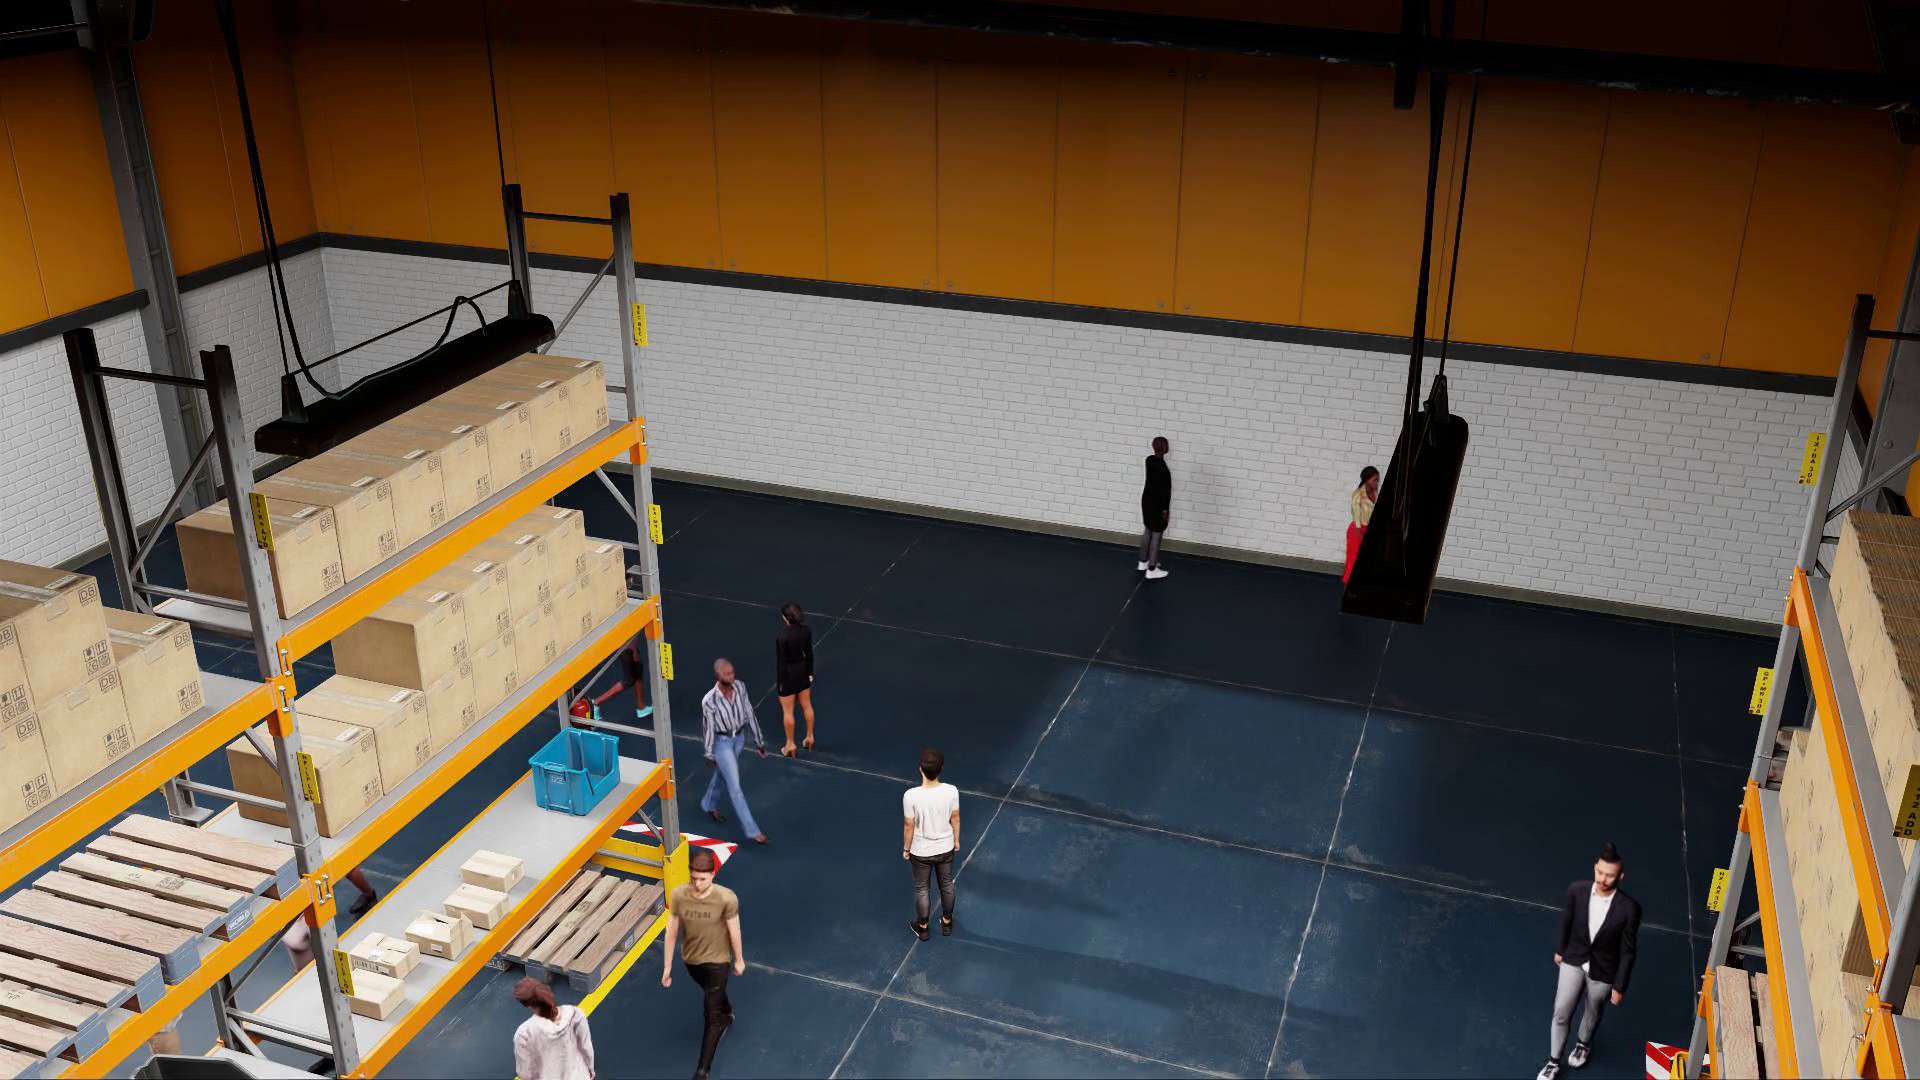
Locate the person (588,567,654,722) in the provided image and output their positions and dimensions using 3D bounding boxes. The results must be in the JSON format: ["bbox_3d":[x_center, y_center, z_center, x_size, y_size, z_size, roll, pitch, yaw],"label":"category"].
[{"bbox_3d":[-3.420,1.081,16.647,0.992,1.703,0.987,-8,25,-19],"label":"person"}]

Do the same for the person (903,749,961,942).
[{"bbox_3d":[-0.232,2.457,13.475,0.704,1.722,0.730,-7,25,-15],"label":"person"}]

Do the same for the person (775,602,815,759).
[{"bbox_3d":[-1.602,1.349,16.115,0.662,1.637,0.729,-20,31,-38],"label":"person"}]

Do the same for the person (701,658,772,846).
[{"bbox_3d":[-2.139,1.837,14.867,0.943,1.743,1.197,16,28,33],"label":"person"}]

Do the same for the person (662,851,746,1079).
[{"bbox_3d":[-1.809,3.009,12.125,0.766,1.792,1.270,6,24,14],"label":"person"}]

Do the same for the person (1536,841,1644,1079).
[{"bbox_3d":[4.605,2.984,12.006,0.901,1.932,1.032,17,29,34],"label":"person"}]

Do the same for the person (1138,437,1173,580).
[{"bbox_3d":[2.336,-0.412,19.990,0.782,1.761,0.700,-8,25,-17],"label":"person"}]

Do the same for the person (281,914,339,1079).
[{"bbox_3d":[-4.595,3.133,11.902,0.659,1.743,0.637,18,29,35],"label":"person"}]

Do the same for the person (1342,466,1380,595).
[{"bbox_3d":[4.543,-0.043,19.125,0.799,1.777,0.846,-15,28,-31],"label":"person"}]

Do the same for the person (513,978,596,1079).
[{"bbox_3d":[-2.631,3.580,10.973,0.744,1.668,0.786,-2,24,-5],"label":"person"}]
